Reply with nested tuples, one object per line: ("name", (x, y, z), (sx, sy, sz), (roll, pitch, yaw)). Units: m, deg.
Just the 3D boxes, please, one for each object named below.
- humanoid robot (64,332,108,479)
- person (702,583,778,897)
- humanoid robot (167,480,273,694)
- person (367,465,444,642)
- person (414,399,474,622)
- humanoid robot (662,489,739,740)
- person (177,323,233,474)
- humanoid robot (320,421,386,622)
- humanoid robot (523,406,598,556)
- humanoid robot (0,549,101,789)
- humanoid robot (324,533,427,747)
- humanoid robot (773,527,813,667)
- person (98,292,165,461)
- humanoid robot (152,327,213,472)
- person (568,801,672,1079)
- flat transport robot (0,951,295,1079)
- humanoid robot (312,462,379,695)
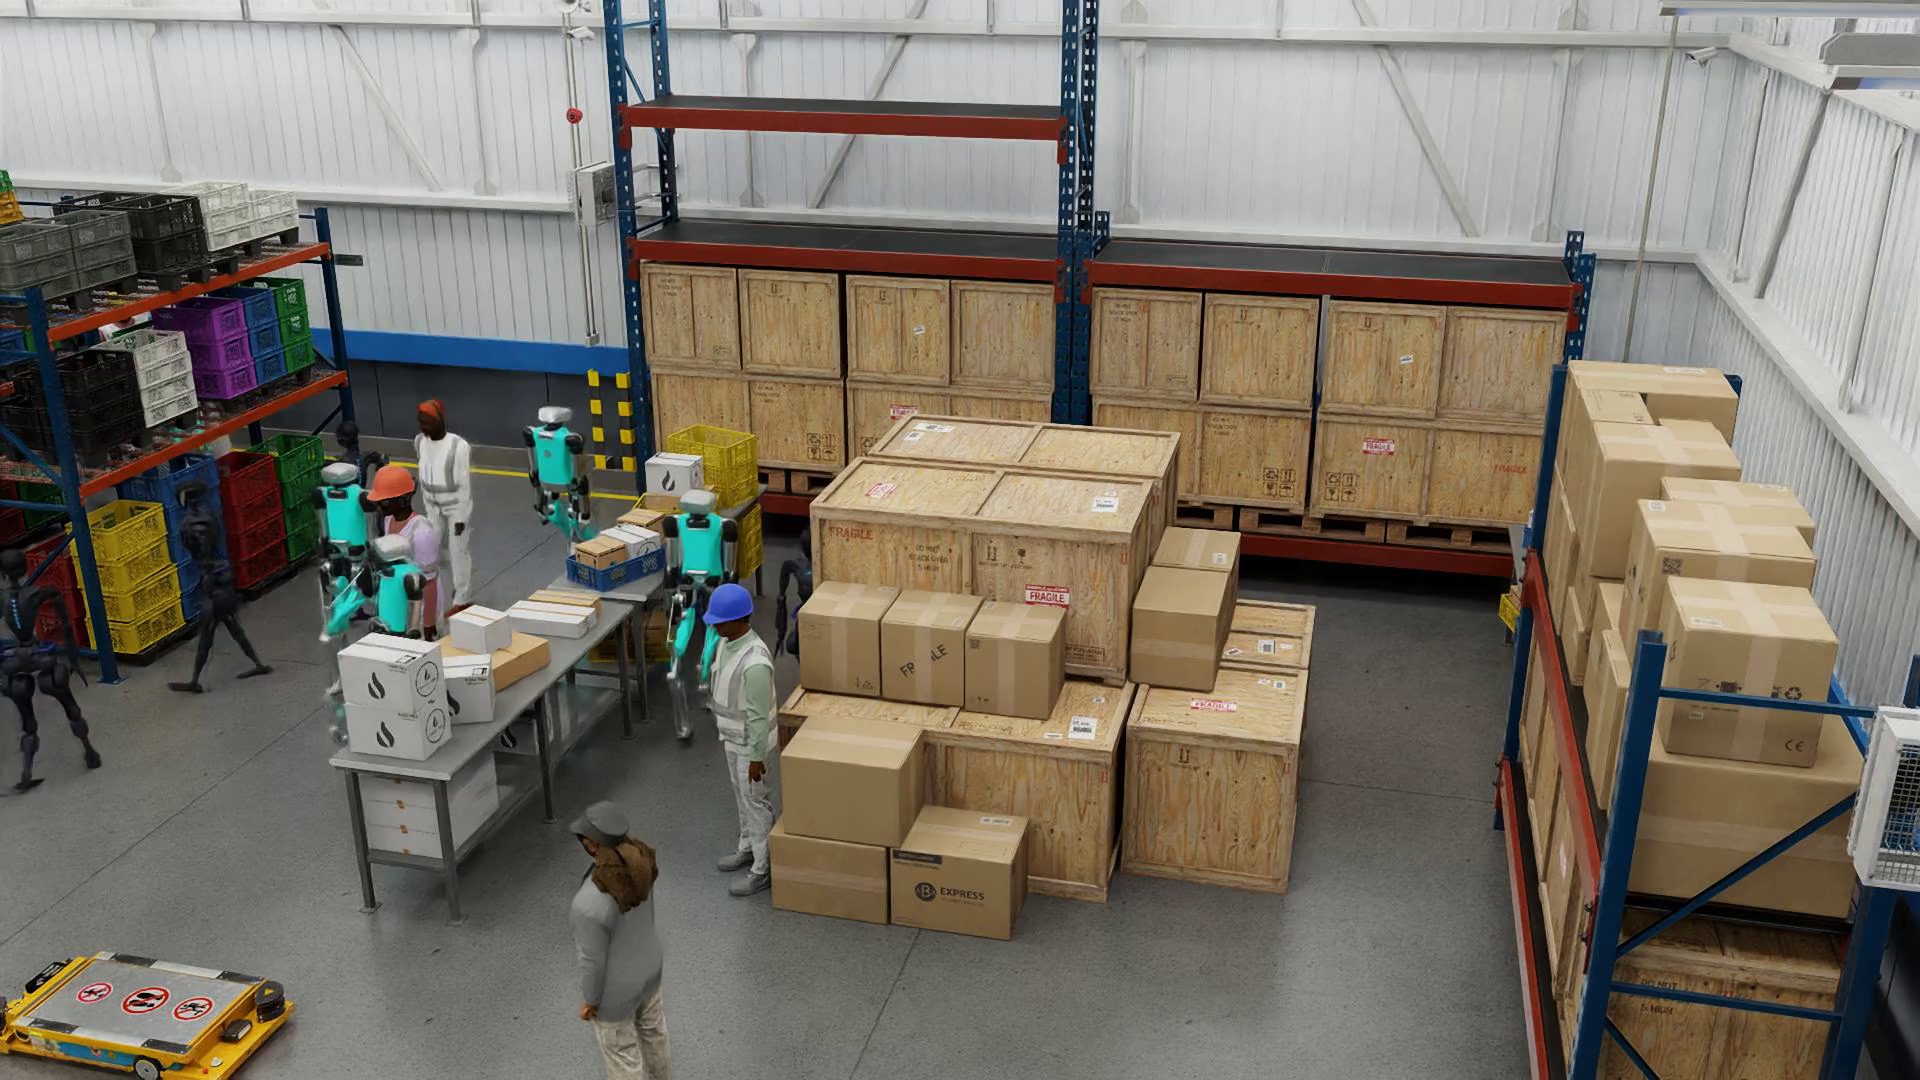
("humanoid robot", (-8.735, -1.364, 16.663), (0.657, 1.634, 0.584), (3, 21, 8))
("person", (-1.265, 1.145, 9.717), (0.411, 1.939, 0.602), (-9, 23, -23))
("humanoid robot", (-5.564, 0.331, 12.244), (0.739, 1.626, 0.600), (-11, 23, -26))
("person", (-3.750, 0.456, 11.395), (0.400, 2.035, 0.598), (-18, 27, -39))
("person", (-4.145, -0.250, 13.466), (0.569, 1.868, 0.474), (9, 23, 22))
("humanoid robot", (-1.834, 0.558, 11.522), (0.543, 1.742, 1.003), (3, 21, 7))
("person", (-7.545, -1.402, 16.547), (0.823, 1.812, 0.627), (-6, 22, -15))
("humanoid robot", (-4.859, -0.143, 13.443), (0.386, 1.641, 0.589), (19, 28, 40))
("humanoid robot", (-3.181, -0.283, 13.862), (0.549, 1.876, 0.822), (7, 22, 18))
("humanoid robot", (-6.101, 0.840, 10.939), (0.609, 1.640, 0.513), (-8, 22, -20))
("humanoid robot", (-3.786, 0.887, 10.683), (0.814, 1.785, 0.534), (-18, 27, -39))
("humanoid robot", (-0.996, 0.649, 11.450), (0.600, 1.625, 0.808), (7, 22, 17))
("person", (-8.660, -1.736, 17.416), (0.405, 1.824, 0.584), (16, 26, 36))
("humanoid robot", (-7.439, -1.164, 16.037), (0.530, 1.792, 0.760), (-16, 26, -37))
("person", (-1.566, 2.006, 7.693), (0.394, 1.769, 0.564), (8, 22, 20))
("flat transport robot", (-4.270, 2.464, 8.601), (1.431, 0.231, 0.659), (5, 22, 13))
("humanoid robot", (-4.526, 0.347, 12.093), (0.545, 1.733, 0.991), (7, 22, 17))
